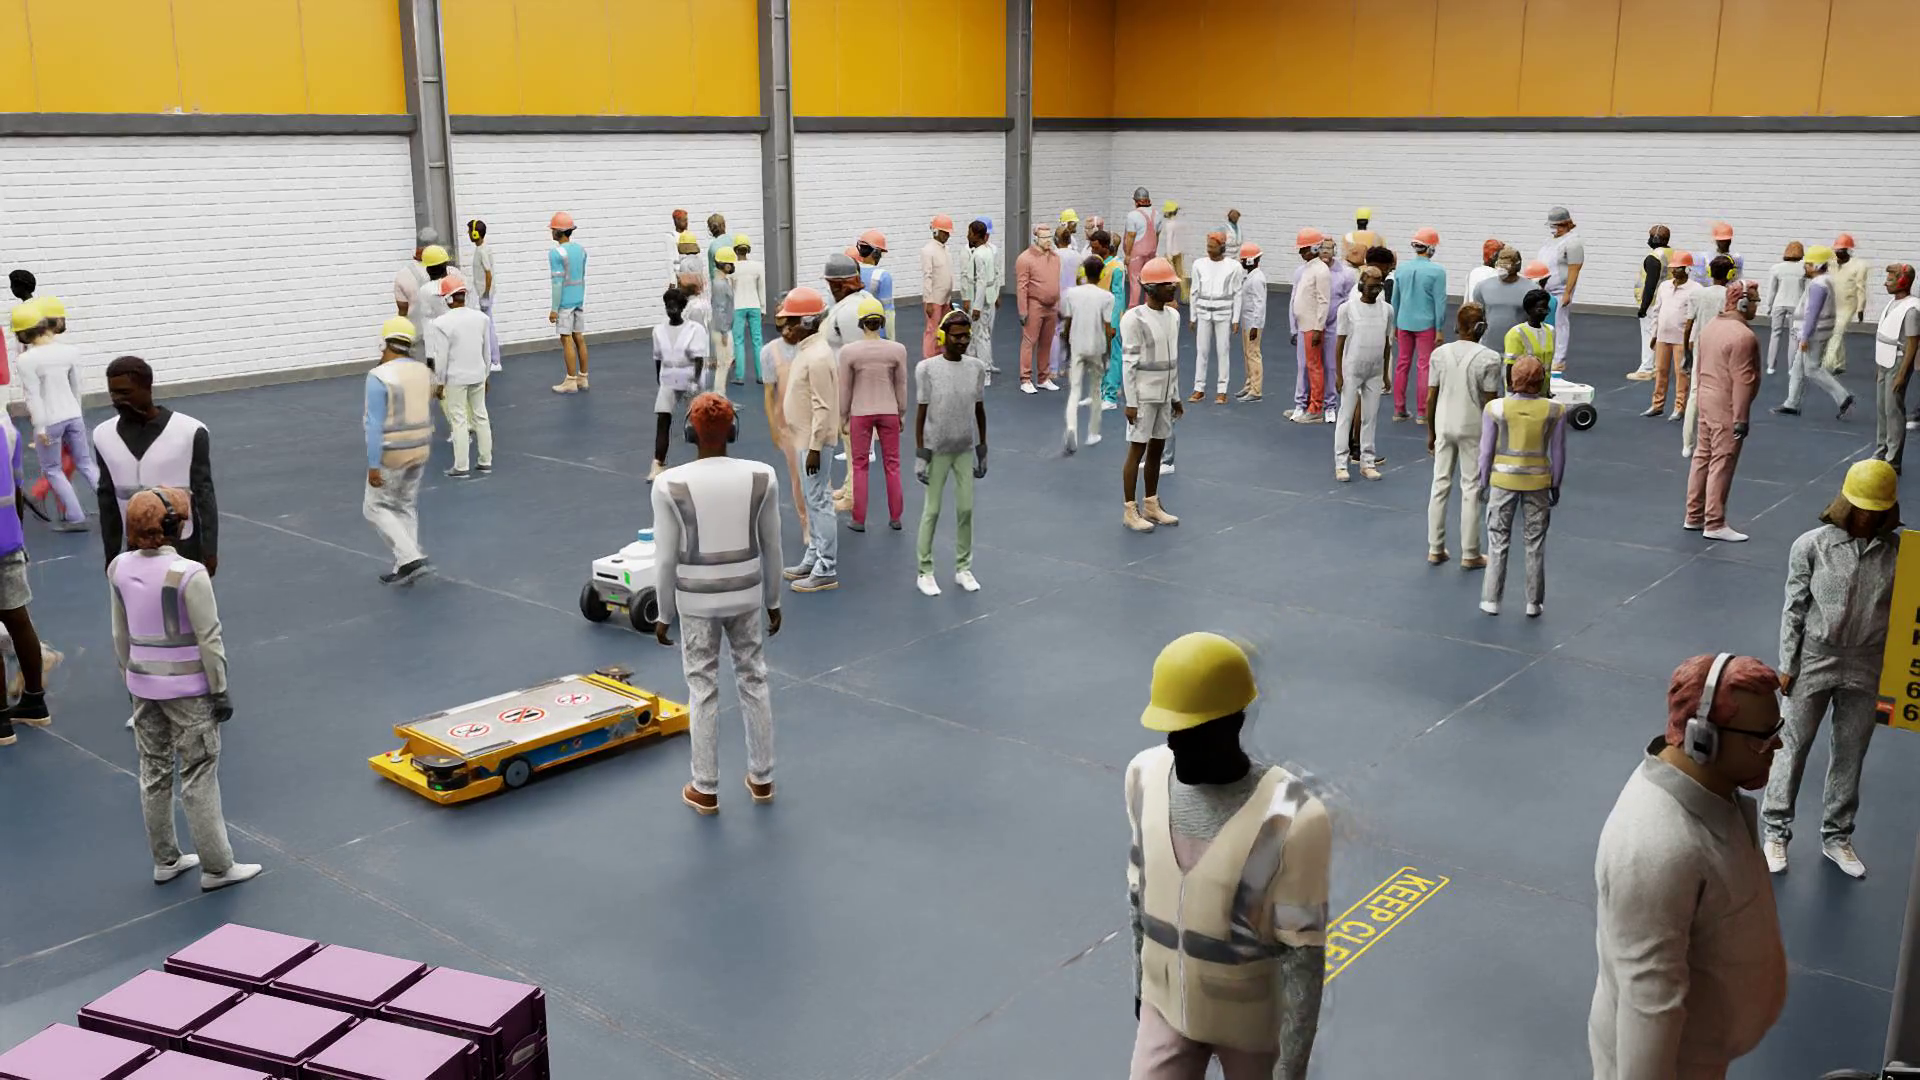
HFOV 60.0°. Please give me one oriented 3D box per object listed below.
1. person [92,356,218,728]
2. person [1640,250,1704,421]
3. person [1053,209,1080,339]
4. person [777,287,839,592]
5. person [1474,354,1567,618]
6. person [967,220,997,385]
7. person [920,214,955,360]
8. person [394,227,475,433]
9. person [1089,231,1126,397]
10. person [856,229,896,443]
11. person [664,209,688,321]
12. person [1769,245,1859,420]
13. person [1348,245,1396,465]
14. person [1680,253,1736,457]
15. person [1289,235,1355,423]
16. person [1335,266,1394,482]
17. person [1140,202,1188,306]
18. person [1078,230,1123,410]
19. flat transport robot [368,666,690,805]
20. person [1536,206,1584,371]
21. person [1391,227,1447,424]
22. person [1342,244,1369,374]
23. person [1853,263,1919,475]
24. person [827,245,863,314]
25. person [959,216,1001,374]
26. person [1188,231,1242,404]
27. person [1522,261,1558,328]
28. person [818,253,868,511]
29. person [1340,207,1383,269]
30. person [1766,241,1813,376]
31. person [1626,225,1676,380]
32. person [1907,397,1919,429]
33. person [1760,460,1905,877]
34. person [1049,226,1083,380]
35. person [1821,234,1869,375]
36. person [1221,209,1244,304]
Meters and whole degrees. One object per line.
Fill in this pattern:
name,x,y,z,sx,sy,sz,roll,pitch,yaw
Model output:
person,-4.031,0.010,8.417,0.605,1.907,0.417,1,14,3
person,7.382,-2.112,17.195,0.328,1.752,0.563,-9,17,-32
person,1.543,-3.805,23.799,0.403,1.833,0.586,6,15,22
person,-0.983,-0.660,10.909,0.385,1.993,0.612,-3,14,-13
person,3.459,-0.322,10.293,0.533,1.637,0.312,3,14,10
person,0.239,-2.777,19.518,0.378,1.917,0.597,1,14,5
person,-0.243,-2.824,19.568,0.391,1.986,0.609,6,15,23
person,-5.139,-2.044,16.342,0.676,2.000,0.536,-1,14,-3
person,1.682,-2.541,18.724,0.346,1.846,0.507,-3,14,-10
person,-0.848,-1.962,16.022,0.615,2.035,0.395,10,17,36
person,-3.824,-3.578,22.792,0.349,1.882,0.577,6,15,21
person,8.919,-2.131,17.190,0.778,1.804,0.609,8,16,30
person,3.675,-1.663,14.983,0.383,1.956,0.614,-2,14,-6
person,6.861,-1.669,15.191,0.516,1.871,0.325,12,18,40
person,3.691,-2.160,17.065,0.650,1.913,0.409,5,15,18
person,3.455,-1.418,14.243,0.507,1.844,0.345,-3,14,-11
person,3.509,-4.826,28.102,0.843,1.731,0.524,10,17,35
person,1.532,-2.357,17.853,0.391,1.914,0.590,-8,16,-28
flat transport robot,-2.060,0.918,8.093,0.652,0.197,1.431,12,19,41
person,7.359,-3.126,20.664,0.535,2.000,0.674,-3,14,-12
person,4.696,-2.191,17.022,0.392,1.995,0.612,-12,18,-39
person,4.698,-2.693,19.777,0.307,1.626,0.507,9,16,31
person,8.159,-1.482,14.496,0.372,1.840,0.570,3,14,11
person,-1.131,-2.268,17.820,0.559,1.752,0.325,4,15,15
person,0.252,-2.966,20.255,0.618,1.933,0.420,-13,19,-42
person,2.790,-2.433,18.219,0.574,1.882,0.358,6,15,24
person,5.458,-1.781,15.880,0.346,1.748,0.564,12,19,40
person,-0.933,-1.257,13.195,0.536,2.000,0.683,0,14,-1
person,5.603,-3.687,23.214,0.598,1.898,0.875,1,14,4
person,10.109,-2.824,20.305,0.502,1.628,0.287,10,17,34
person,8.288,-2.836,19.911,0.429,1.844,0.627,12,18,40
person,9.967,-2.029,16.656,0.914,1.853,0.635,-4,15,-14
person,3.556,0.523,6.706,0.484,1.735,0.311,2,14,8
person,1.219,-2.829,19.910,0.518,1.835,0.357,-8,16,-29
person,10.556,-2.816,20.086,0.802,1.711,0.581,-6,15,-24
person,4.556,-4.796,28.170,0.557,1.622,0.481,-11,18,-38
